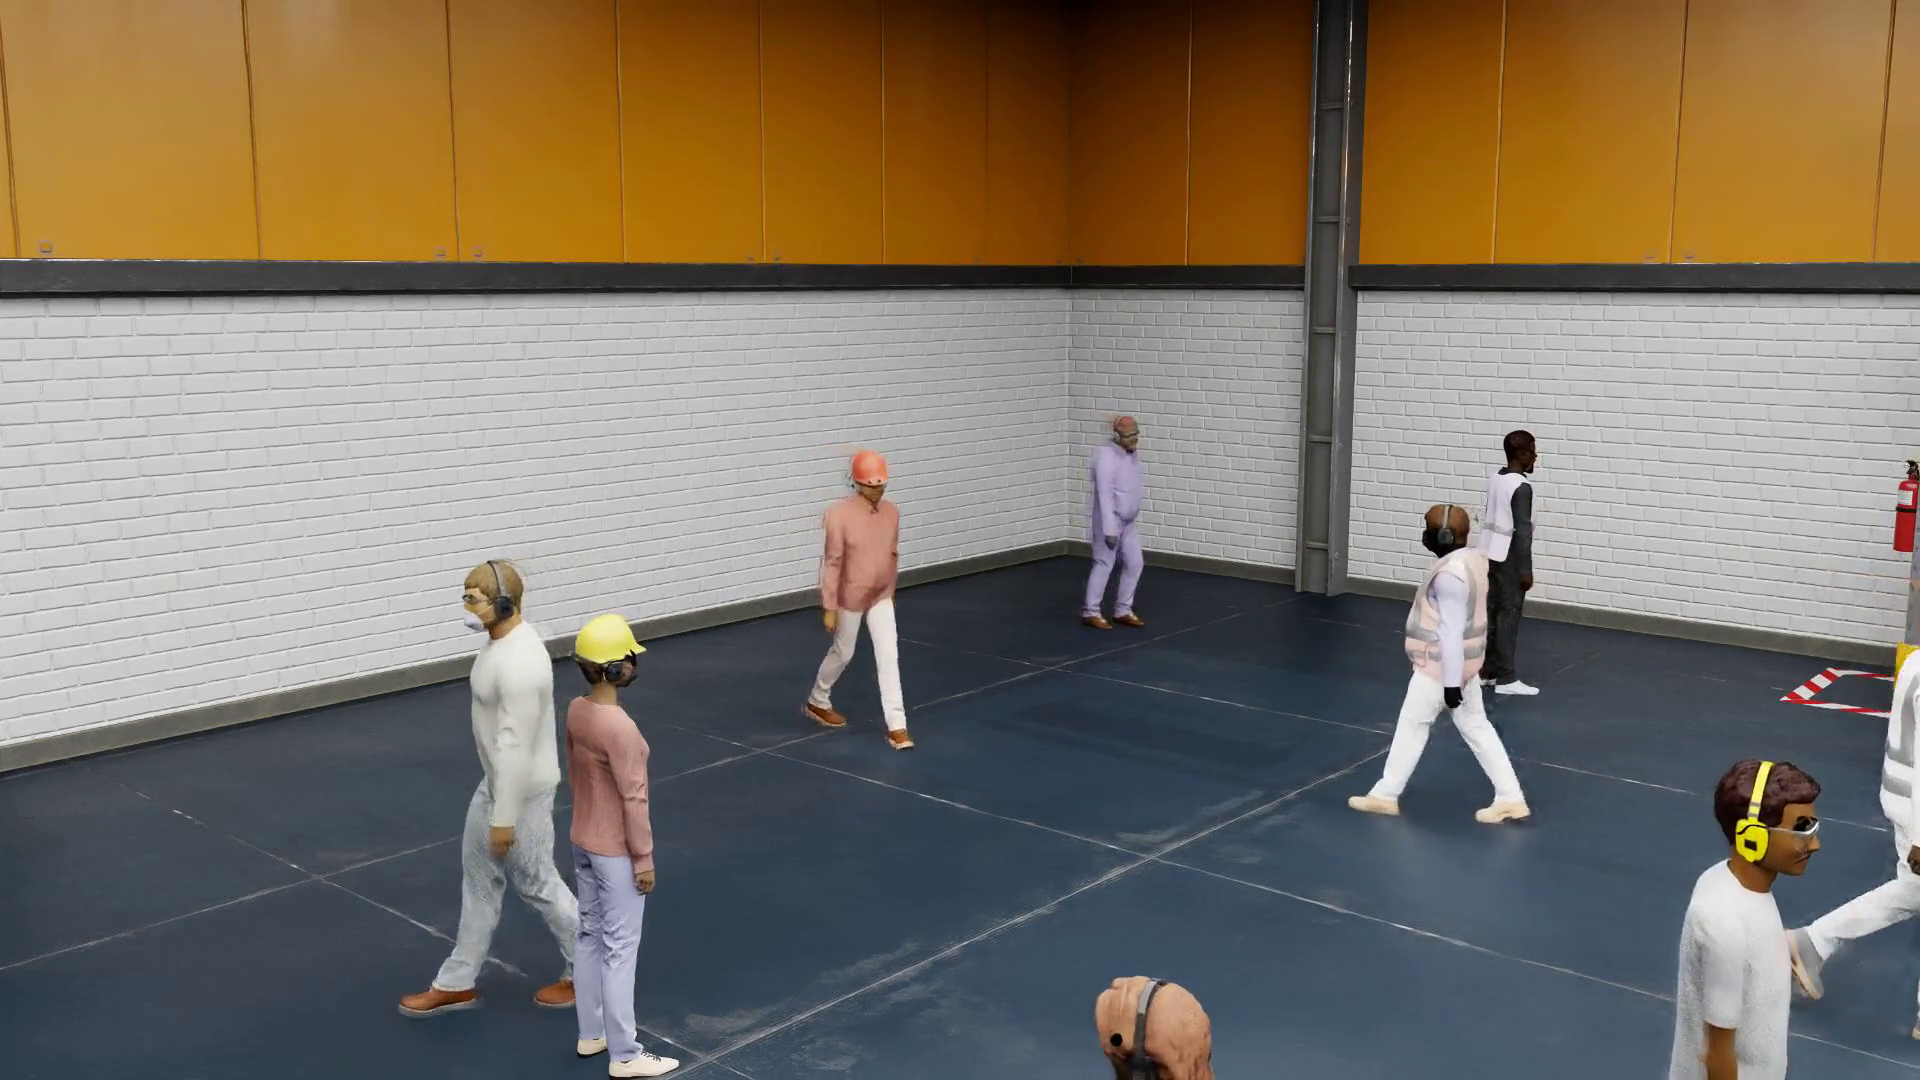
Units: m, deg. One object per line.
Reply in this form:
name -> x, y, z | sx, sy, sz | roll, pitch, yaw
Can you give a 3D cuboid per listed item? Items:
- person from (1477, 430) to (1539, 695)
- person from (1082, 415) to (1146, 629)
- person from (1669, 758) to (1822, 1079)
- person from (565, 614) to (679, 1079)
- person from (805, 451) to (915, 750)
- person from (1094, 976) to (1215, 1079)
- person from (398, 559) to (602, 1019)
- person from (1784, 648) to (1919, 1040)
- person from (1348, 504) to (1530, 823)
person -> 3.992, 0.157, 12.114 | 0.392, 1.920, 0.587 | -1, 9, -5
person -> 1.311, -0.141, 14.149 | 0.653, 1.868, 0.663 | 7, 11, 36
person -> 1.971, 1.452, 4.159 | 0.371, 1.870, 0.516 | 5, 10, 28
person -> -1.313, 1.155, 6.313 | 0.302, 1.772, 0.523 | -7, 11, -38
person -> -0.667, 0.357, 10.859 | 0.682, 1.934, 1.018 | -7, 12, -38
person -> 0.414, 1.682, 3.418 | 0.314, 1.636, 0.517 | 0, 9, 3
person -> -1.853, 1.019, 6.757 | 0.843, 1.906, 0.651 | -4, 10, -23
person -> 3.743, 1.065, 6.599 | 0.742, 1.864, 0.587 | 4, 10, 23
person -> 2.719, 0.688, 9.210 | 0.979, 1.802, 0.631 | 5, 10, 30
